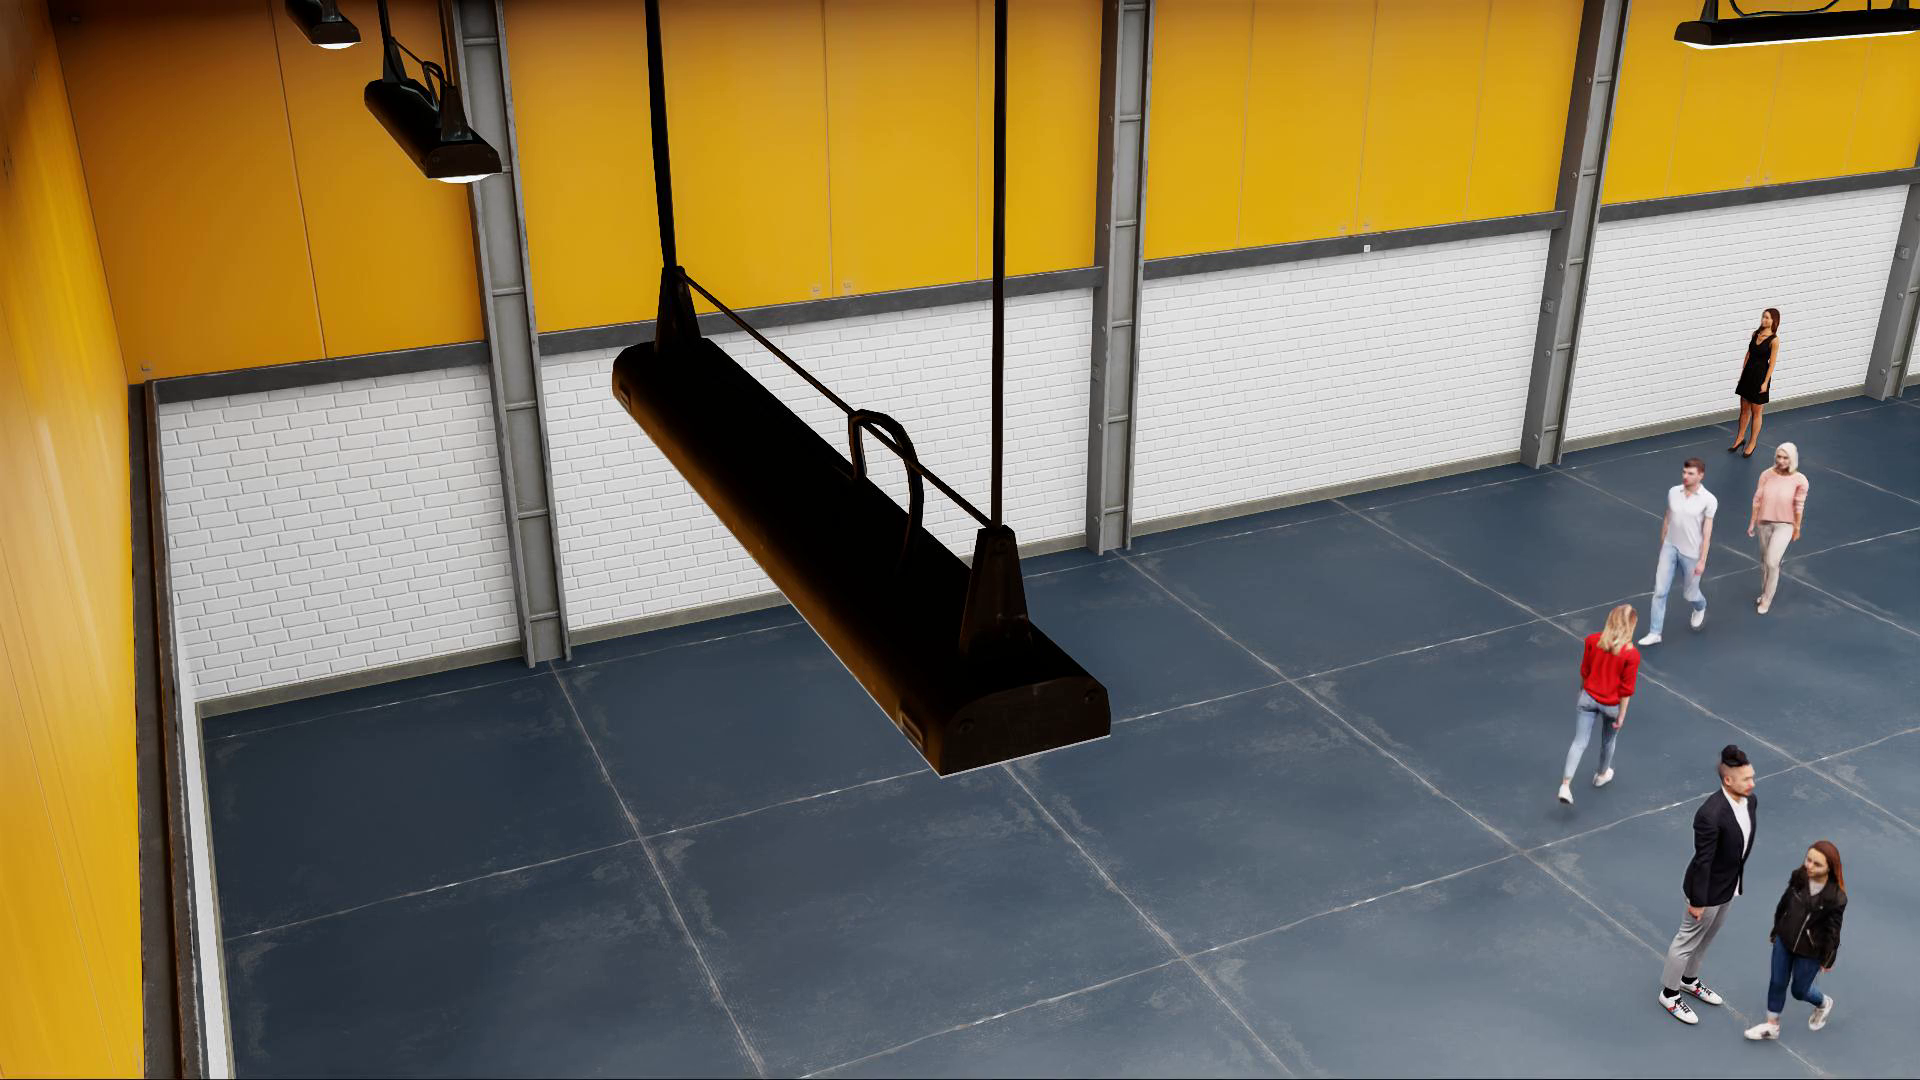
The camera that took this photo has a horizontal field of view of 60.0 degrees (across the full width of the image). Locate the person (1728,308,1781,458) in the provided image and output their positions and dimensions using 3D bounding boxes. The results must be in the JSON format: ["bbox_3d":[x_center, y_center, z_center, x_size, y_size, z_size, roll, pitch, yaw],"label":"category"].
[{"bbox_3d":[9.596,-1.898,20.046,0.525,1.834,0.579,-9,25,-20],"label":"person"}]

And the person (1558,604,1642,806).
[{"bbox_3d":[4.940,1.305,12.922,0.911,1.672,1.180,19,30,36],"label":"person"}]

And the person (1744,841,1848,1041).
[{"bbox_3d":[5.320,2.507,10.425,0.773,1.470,0.564,-10,26,-23],"label":"person"}]

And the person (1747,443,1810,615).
[{"bbox_3d":[8.006,-0.168,16.251,0.870,1.704,0.728,-22,32,-40],"label":"person"}]

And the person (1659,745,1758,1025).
[{"bbox_3d":[4.809,2.156,10.625,0.603,1.953,0.820,-17,29,-34],"label":"person"}]

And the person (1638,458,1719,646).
[{"bbox_3d":[6.780,0.105,15.469,1.141,1.830,0.837,-18,29,-35],"label":"person"}]
